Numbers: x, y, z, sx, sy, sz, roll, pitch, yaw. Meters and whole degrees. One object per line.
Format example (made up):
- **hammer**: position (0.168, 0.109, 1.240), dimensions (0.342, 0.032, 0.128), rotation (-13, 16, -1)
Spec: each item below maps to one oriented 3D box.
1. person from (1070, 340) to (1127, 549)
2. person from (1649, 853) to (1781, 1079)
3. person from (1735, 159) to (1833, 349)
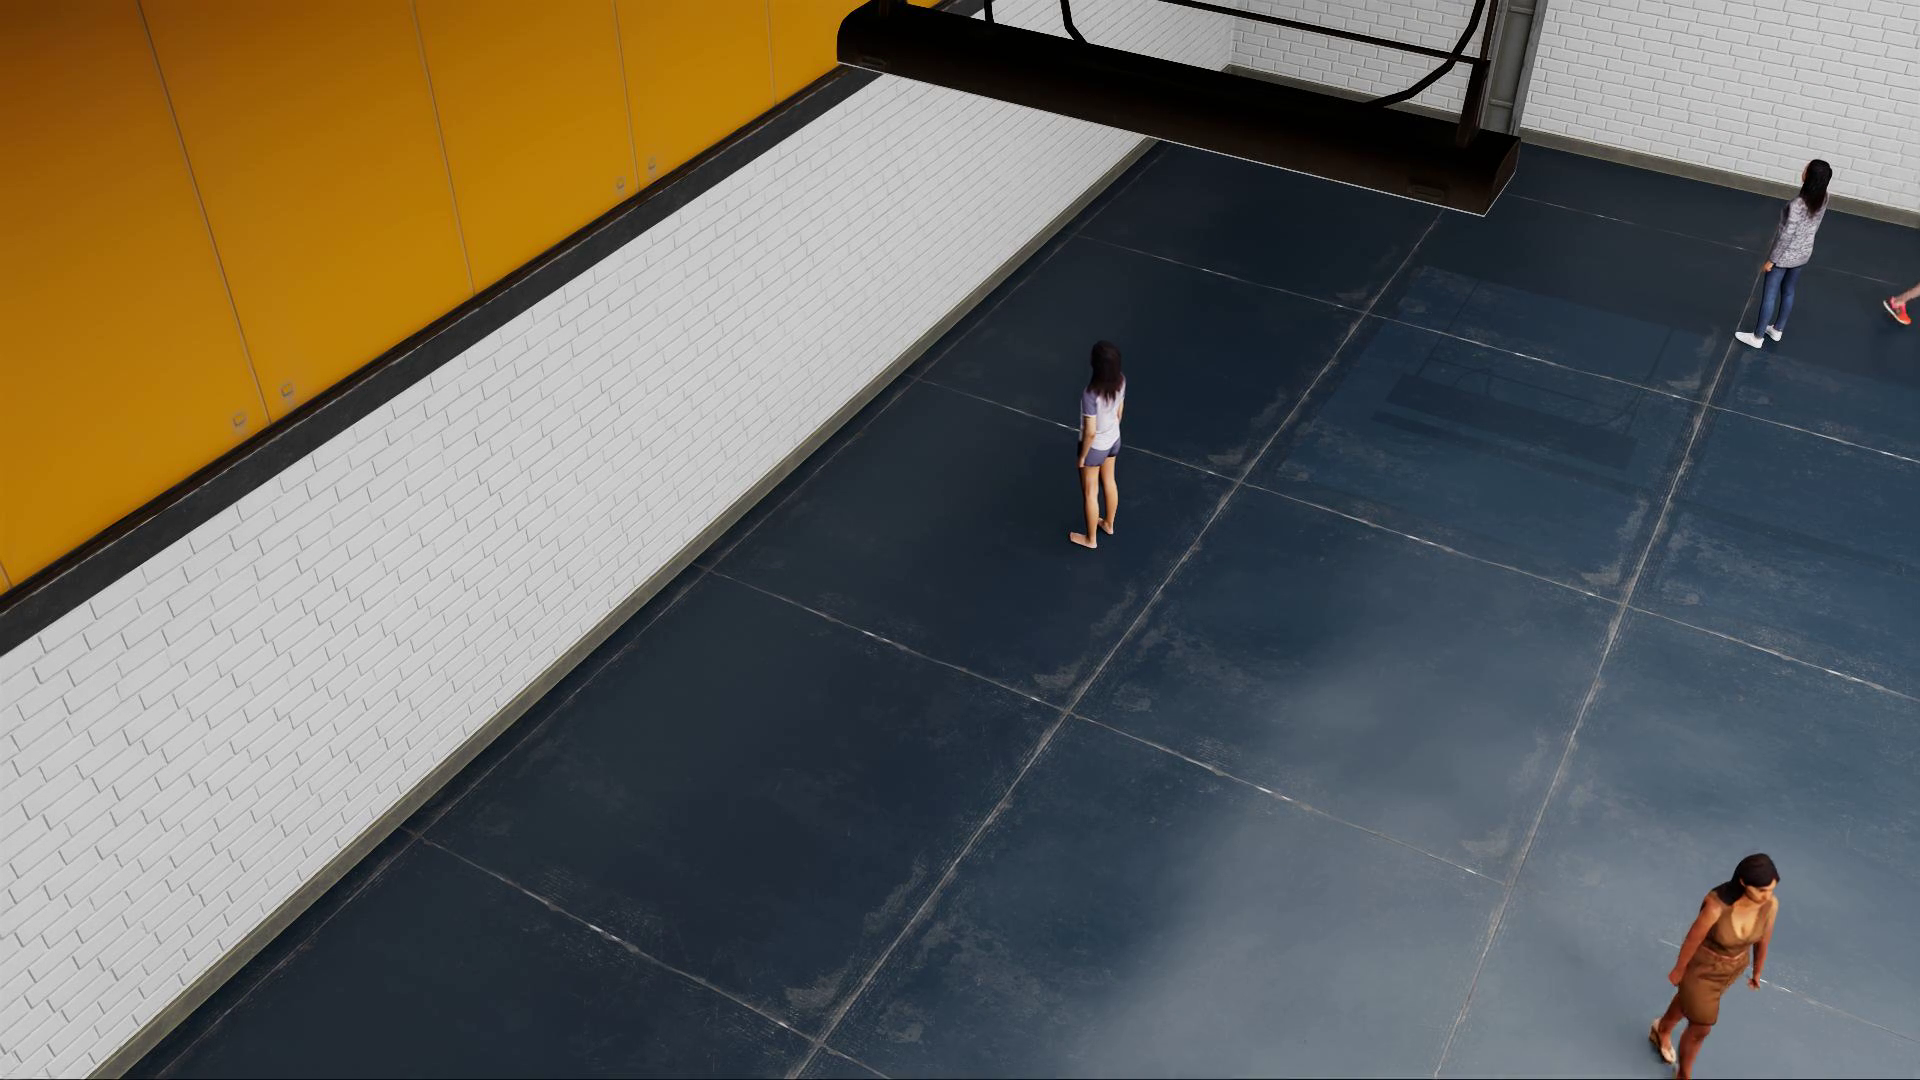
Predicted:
- **person**: position (1.014, -0.702, 12.138), dimensions (0.567, 1.734, 0.627), rotation (30, 47, 32)
- **person**: position (3.844, 2.179, 8.640), dimensions (0.814, 1.596, 0.877), rotation (-10, 40, -12)
- **person**: position (7.167, -2.476, 14.360), dimensions (0.694, 1.732, 0.701), rotation (-18, 42, -21)
